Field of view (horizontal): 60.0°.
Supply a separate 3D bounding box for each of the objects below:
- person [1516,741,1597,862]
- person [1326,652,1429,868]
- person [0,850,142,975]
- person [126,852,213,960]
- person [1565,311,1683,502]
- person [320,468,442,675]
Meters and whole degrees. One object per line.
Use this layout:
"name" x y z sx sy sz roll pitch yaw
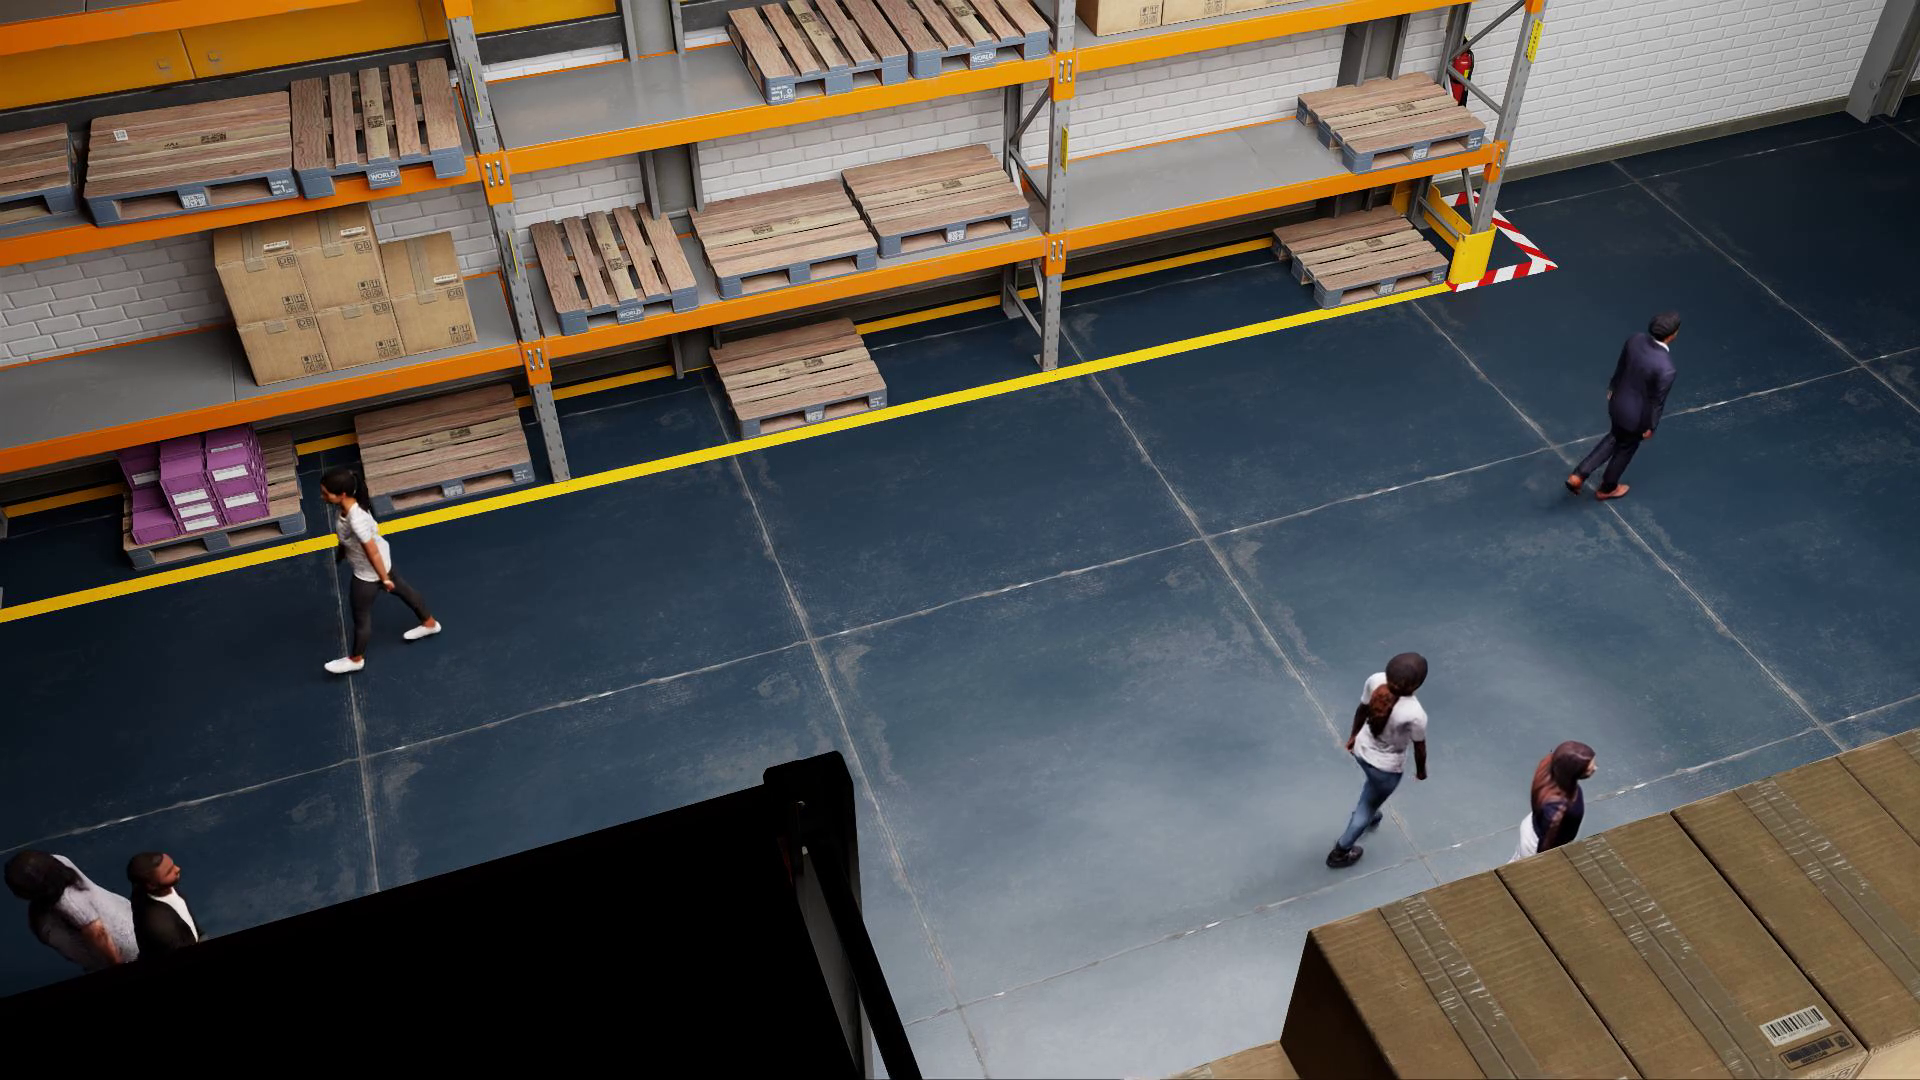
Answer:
"person" 3.242 1.670 9.235 0.718 1.609 0.694 9 44 9
"person" 2.348 1.301 9.554 0.775 1.702 0.637 -19 47 -19
"person" -4.497 2.069 8.845 1.056 1.567 0.809 -24 49 -23
"person" -4.057 2.205 8.552 0.866 1.775 0.703 -13 45 -14
"person" 4.723 -0.911 11.864 0.806 1.718 0.646 -15 46 -15
"person" -3.750 0.130 10.853 1.008 1.605 0.624 -16 46 -16
